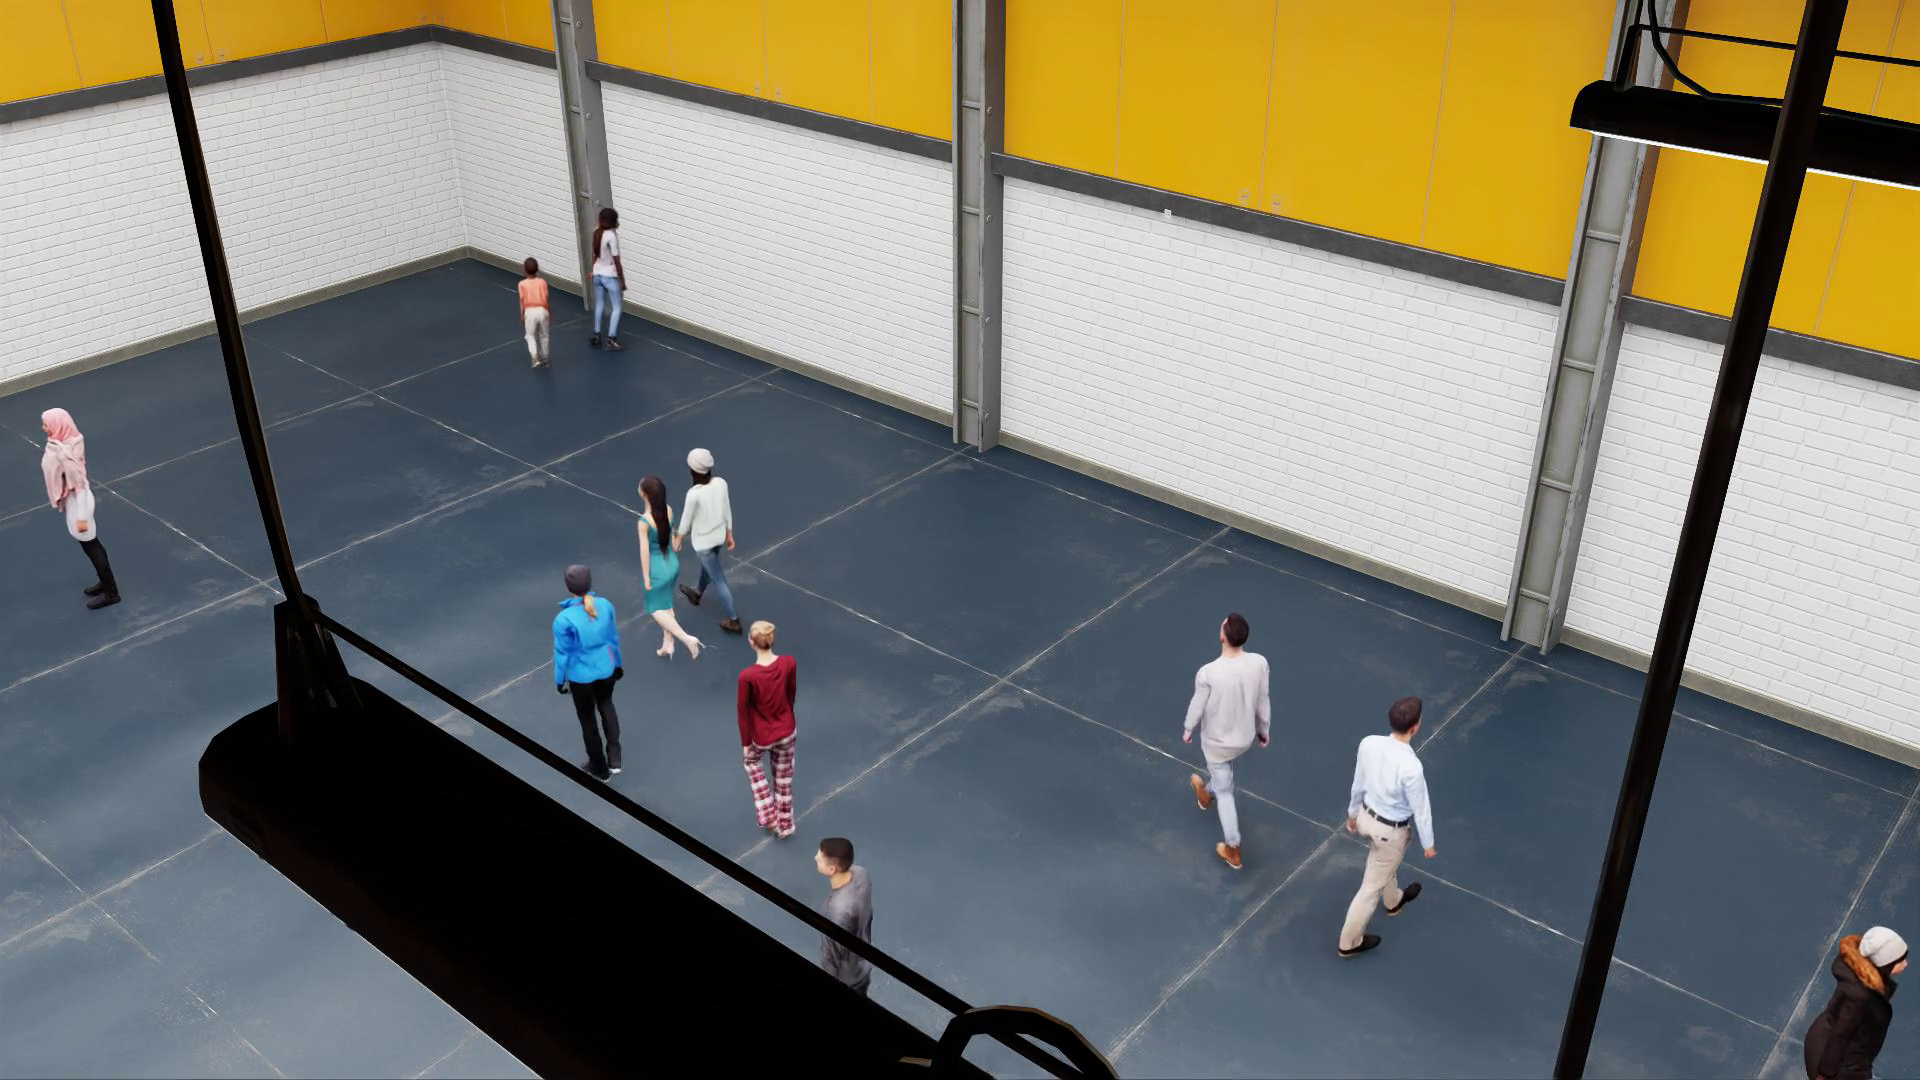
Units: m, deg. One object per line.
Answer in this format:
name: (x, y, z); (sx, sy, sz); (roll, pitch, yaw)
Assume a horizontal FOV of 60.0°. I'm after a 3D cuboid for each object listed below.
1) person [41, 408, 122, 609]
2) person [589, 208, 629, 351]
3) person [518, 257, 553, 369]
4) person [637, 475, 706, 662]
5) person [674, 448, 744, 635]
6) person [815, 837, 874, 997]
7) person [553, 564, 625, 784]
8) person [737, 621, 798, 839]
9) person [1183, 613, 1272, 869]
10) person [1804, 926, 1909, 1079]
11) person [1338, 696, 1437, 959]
person: (-7.438, -0.278, 14.048); (0.783, 1.804, 0.664); (-14, 32, -24)
person: (-4.122, -3.015, 19.172); (0.493, 1.702, 0.816); (17, 33, 28)
person: (-4.748, -2.533, 18.703); (0.662, 1.305, 0.738); (-9, 30, -16)
person: (-2.305, 0.278, 13.167); (0.808, 1.671, 0.628); (17, 33, 29)
person: (-1.999, 0.038, 13.669); (1.048, 1.612, 0.625); (19, 34, 30)
person: (-0.540, 2.388, 9.216); (0.767, 1.750, 0.734); (3, 29, 6)
person: (-2.555, 0.984, 11.742); (0.716, 1.796, 0.721); (-22, 35, -34)
person: (-1.244, 1.322, 11.232); (0.722, 1.692, 0.744); (-14, 32, -24)
person: (1.811, 1.357, 11.061); (1.072, 1.794, 1.263); (-10, 30, -17)
person: (4.588, 2.674, 8.822); (0.609, 1.626, 0.663); (20, 34, 32)
person: (2.539, 1.805, 10.215); (0.950, 1.816, 1.079); (-16, 32, -26)
